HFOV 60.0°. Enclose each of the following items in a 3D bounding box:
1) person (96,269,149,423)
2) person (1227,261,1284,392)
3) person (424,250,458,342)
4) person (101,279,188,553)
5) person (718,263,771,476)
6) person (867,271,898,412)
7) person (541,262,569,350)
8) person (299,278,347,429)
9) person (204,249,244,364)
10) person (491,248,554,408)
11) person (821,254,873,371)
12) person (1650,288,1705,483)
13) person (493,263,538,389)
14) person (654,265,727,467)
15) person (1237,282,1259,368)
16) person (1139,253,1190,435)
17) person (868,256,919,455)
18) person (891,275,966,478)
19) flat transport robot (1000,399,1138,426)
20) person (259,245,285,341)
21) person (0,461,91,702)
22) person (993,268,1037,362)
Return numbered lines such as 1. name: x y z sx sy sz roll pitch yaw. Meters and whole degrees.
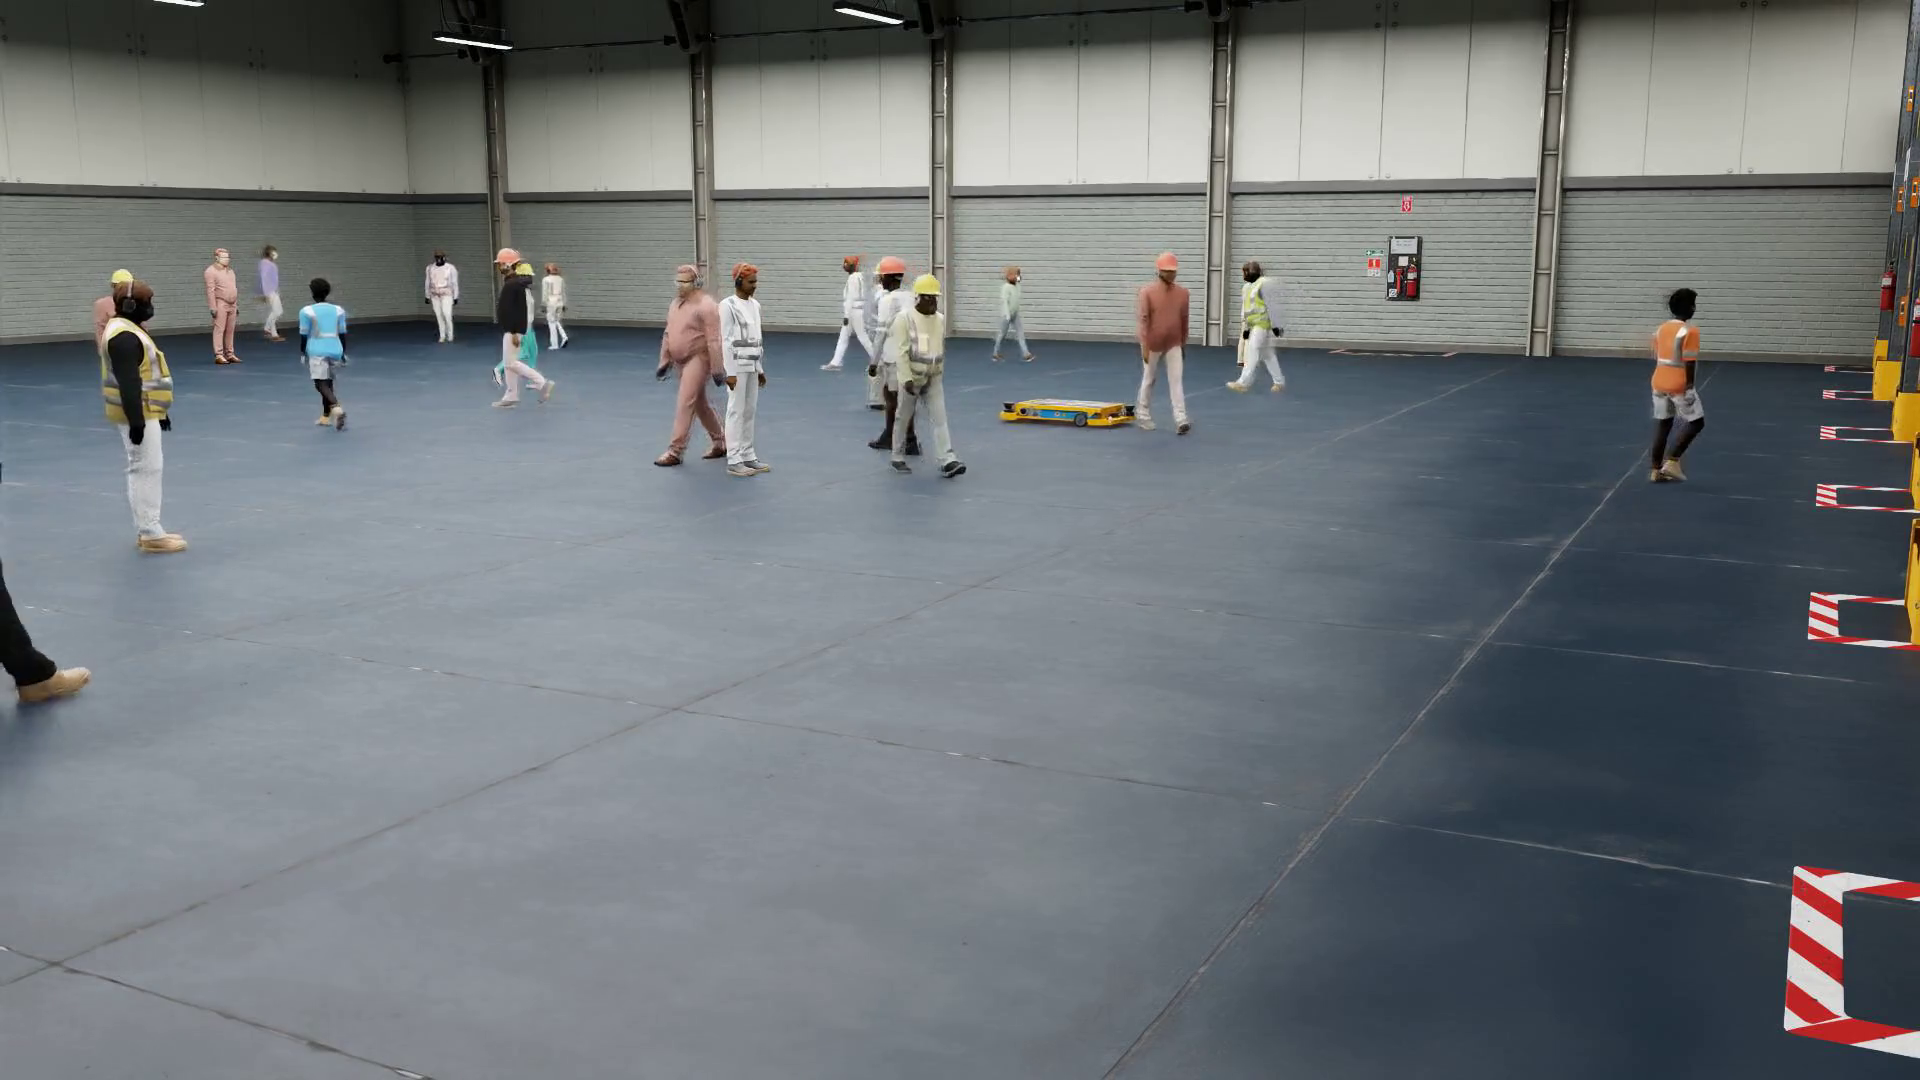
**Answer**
1. person: -9.271 -2.122 18.461 0.538 1.751 0.406 -9 14 -40
2. person: 4.095 -2.902 22.704 0.811 1.782 0.658 0 10 -2
3. person: -10.358 -4.842 33.143 0.630 1.825 0.574 1 10 6
4. person: -5.540 -0.834 11.247 0.429 1.839 0.645 -5 12 -25
5. person: -1.925 -1.522 14.859 0.356 1.884 0.574 4 11 22
6. person: -0.815 -2.445 20.082 0.666 1.809 0.630 -2 11 -11
7. person: -7.598 -4.363 31.064 0.356 1.624 0.517 6 12 30
8. person: -6.979 -2.050 18.328 0.758 1.673 0.537 9 14 40
9. person: -12.230 -3.882 27.673 0.403 1.904 0.651 2 11 13
10. person: -5.436 -2.599 20.490 0.693 1.975 0.620 -2 11 -9
11. person: -1.657 -3.549 26.062 1.008 1.835 0.592 0 10 -2
12. person: 6.122 -1.303 14.197 0.381 1.681 0.548 -2 11 -12
13. person: -6.103 -2.943 23.000 0.642 1.750 0.529 0 10 0
14. person: -2.529 -1.644 15.618 0.960 1.855 0.638 -9 13 -39
15. person: 4.677 -3.579 26.800 0.300 1.627 0.496 -3 11 -14
16. person: 2.206 -2.109 17.930 0.626 1.943 1.020 -3 11 -15
17. person: -0.709 -1.788 16.209 0.777 1.910 0.557 6 12 28
18. person: -0.316 -1.433 14.669 0.602 1.779 0.944 -7 13 -35
19. flat transport robot: 1.238 -1.464 18.946 1.431 0.197 0.652 6 12 31
20. person: -13.786 -4.937 33.365 0.434 1.925 0.654 -1 10 -7
21. person: -4.574 -0.228 7.374 0.680 2.000 1.022 10 14 43
22. person: 0.895 -3.786 27.998 0.880 1.582 0.517 8 13 38
